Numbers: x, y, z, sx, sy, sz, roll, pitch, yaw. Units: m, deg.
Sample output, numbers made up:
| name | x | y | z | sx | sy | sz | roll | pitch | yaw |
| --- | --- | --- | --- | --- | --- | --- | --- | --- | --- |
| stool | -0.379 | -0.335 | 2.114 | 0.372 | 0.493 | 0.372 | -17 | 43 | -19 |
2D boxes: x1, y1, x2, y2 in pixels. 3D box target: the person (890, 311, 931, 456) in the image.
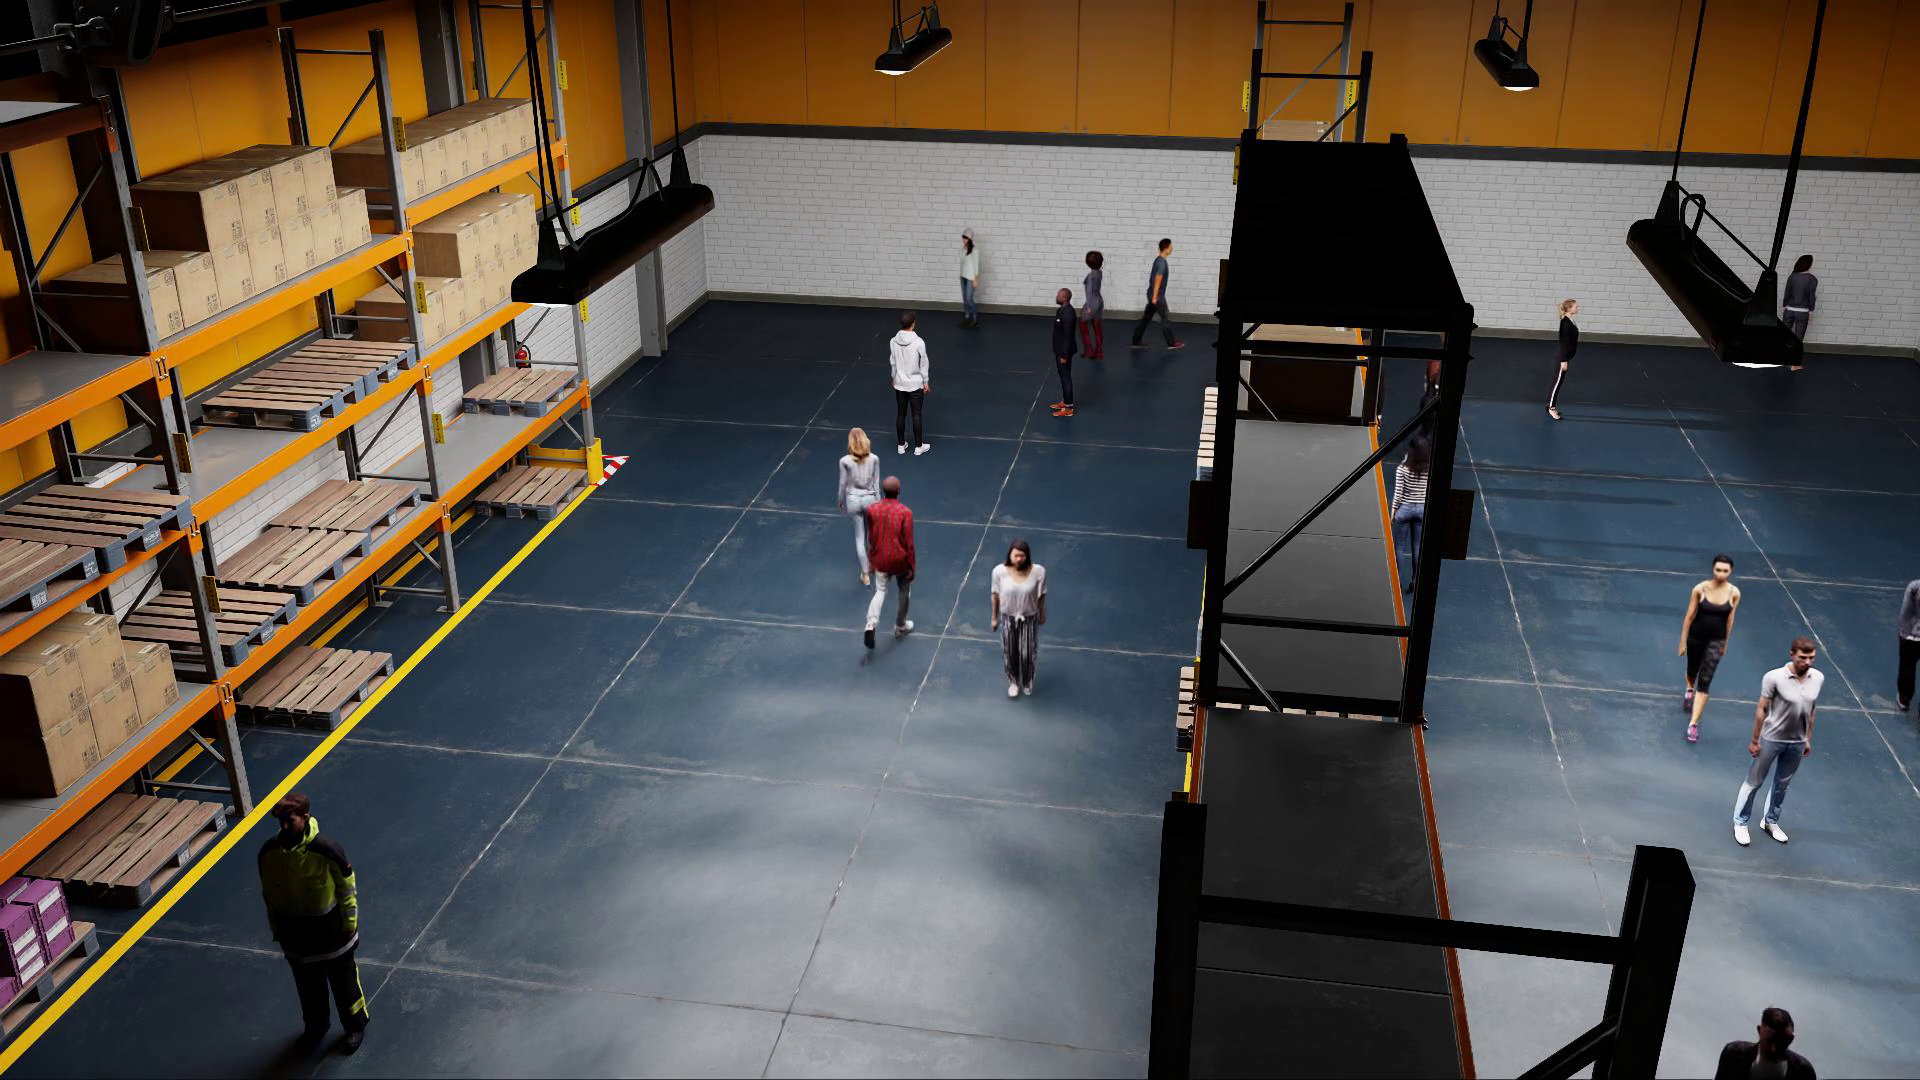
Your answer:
| name | x | y | z | sx | sy | sz | roll | pitch | yaw |
| --- | --- | --- | --- | --- | --- | --- | --- | --- | --- |
| person | -0.670 | -2.072 | 21.902 | 0.713 | 1.930 | 0.646 | 8 | 25 | 18 |

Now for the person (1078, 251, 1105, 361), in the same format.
| name | x | y | z | sx | sy | sz | roll | pitch | yaw |
| --- | --- | --- | --- | --- | --- | --- | --- | --- | --- |
| person | 2.135 | -3.590 | 25.663 | 0.786 | 1.699 | 0.692 | 15 | 28 | 31 |

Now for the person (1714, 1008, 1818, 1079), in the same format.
| name | x | y | z | sx | sy | sz | roll | pitch | yaw |
| --- | --- | --- | --- | --- | --- | --- | --- | --- | --- |
| person | 4.552 | 3.397 | 9.538 | 0.863 | 1.811 | 1.124 | 12 | 26 | 25 |

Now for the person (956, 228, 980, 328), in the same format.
| name | x | y | z | sx | sy | sz | roll | pitch | yaw |
| --- | --- | --- | --- | --- | --- | --- | --- | --- | --- |
| person | 0.166 | -4.340 | 27.438 | 0.745 | 1.650 | 0.683 | -16 | 28 | -33 |

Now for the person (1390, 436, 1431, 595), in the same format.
| name | x | y | z | sx | sy | sz | roll | pitch | yaw |
| --- | --- | --- | --- | --- | --- | --- | --- | --- | --- |
| person | 4.857 | -0.260 | 17.925 | 0.633 | 1.795 | 0.553 | 0 | 24 | 0 |

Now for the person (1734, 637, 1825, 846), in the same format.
| name | x | y | z | sx | sy | sz | roll | pitch | yaw |
| --- | --- | --- | --- | --- | --- | --- | --- | --- | --- |
| person | 6.700 | 1.618 | 13.561 | 0.709 | 1.850 | 0.629 | -2 | 24 | -4 |

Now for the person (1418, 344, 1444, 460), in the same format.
| name | x | y | z | sx | sy | sz | roll | pitch | yaw |
| --- | --- | --- | --- | --- | --- | --- | --- | --- | --- |
| person | 6.127 | -1.745 | 21.545 | 0.742 | 1.615 | 0.626 | -4 | 24 | -8 |

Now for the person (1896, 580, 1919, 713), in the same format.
| name | x | y | z | sx | sy | sz | roll | pitch | yaw |
| --- | --- | --- | --- | --- | --- | --- | --- | --- | --- |
| person | 9.002 | 0.911 | 15.505 | 0.750 | 1.587 | 0.856 | 10 | 25 | 21 |

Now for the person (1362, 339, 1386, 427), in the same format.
| name | x | y | z | sx | sy | sz | roll | pitch | yaw |
| --- | --- | --- | --- | --- | --- | --- | --- | --- | --- |
| person | 5.020 | -1.594 | 20.841 | 0.679 | 1.904 | 0.601 | 3 | 24 | 7 |

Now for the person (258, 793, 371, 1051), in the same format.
| name | x | y | z | sx | sy | sz | roll | pitch | yaw |
| --- | --- | --- | --- | --- | --- | --- | --- | --- | --- |
| person | -4.356 | 2.563 | 11.233 | 0.804 | 1.982 | 0.686 | 1 | 24 | 2 |

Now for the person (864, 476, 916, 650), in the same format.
| name | x | y | z | sx | sy | sz | roll | pitch | yaw |
| --- | --- | --- | --- | --- | --- | --- | --- | --- | --- |
| person | -0.722 | 0.235 | 16.784 | 0.827 | 1.801 | 1.146 | 10 | 25 | 21 |

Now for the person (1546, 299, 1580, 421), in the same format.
| name | x | y | z | sx | sy | sz | roll | pitch | yaw |
| --- | --- | --- | --- | --- | --- | --- | --- | --- | --- |
| person | 8.410 | -2.536 | 23.241 | 0.684 | 1.707 | 0.509 | 7 | 24 | 15 |

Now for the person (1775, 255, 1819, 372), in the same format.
| name | x | y | z | sx | sy | sz | roll | pitch | yaw |
| --- | --- | --- | --- | --- | --- | --- | --- | --- | --- |
| person | 12.747 | -3.477 | 25.318 | 0.719 | 1.767 | 0.689 | -20 | 31 | -38 |

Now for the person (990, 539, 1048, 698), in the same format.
| name | x | y | z | sx | sy | sz | roll | pitch | yaw |
| --- | --- | --- | --- | --- | --- | --- | --- | --- | --- |
| person | 0.563 | 0.703 | 15.886 | 0.680 | 1.664 | 0.706 | 3 | 24 | 7 |

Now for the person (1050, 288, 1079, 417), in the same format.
| name | x | y | z | sx | sy | sz | roll | pitch | yaw |
| --- | --- | --- | --- | --- | --- | --- | --- | --- | --- |
| person | 1.473 | -2.652 | 23.370 | 0.805 | 1.817 | 0.607 | -1 | 24 | -2 |

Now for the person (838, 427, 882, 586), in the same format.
| name | x | y | z | sx | sy | sz | roll | pitch | yaw |
| --- | --- | --- | --- | --- | --- | --- | --- | --- | --- |
| person | -1.069 | -0.341 | 18.132 | 0.792 | 1.777 | 0.971 | -3 | 24 | -7 |

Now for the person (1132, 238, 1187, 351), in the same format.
| name | x | y | z | sx | sy | sz | roll | pitch | yaw |
| --- | --- | --- | --- | --- | --- | --- | --- | --- | --- |
| person | 3.008 | -3.825 | 26.124 | 0.851 | 1.760 | 1.060 | 0 | 24 | 0 |

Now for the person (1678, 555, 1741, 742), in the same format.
| name | x | y | z | sx | sy | sz | roll | pitch | yaw |
| --- | --- | --- | --- | --- | --- | --- | --- | --- | --- |
| person | 6.880 | 0.916 | 15.379 | 0.745 | 1.679 | 1.210 | 8 | 25 | 18 |
